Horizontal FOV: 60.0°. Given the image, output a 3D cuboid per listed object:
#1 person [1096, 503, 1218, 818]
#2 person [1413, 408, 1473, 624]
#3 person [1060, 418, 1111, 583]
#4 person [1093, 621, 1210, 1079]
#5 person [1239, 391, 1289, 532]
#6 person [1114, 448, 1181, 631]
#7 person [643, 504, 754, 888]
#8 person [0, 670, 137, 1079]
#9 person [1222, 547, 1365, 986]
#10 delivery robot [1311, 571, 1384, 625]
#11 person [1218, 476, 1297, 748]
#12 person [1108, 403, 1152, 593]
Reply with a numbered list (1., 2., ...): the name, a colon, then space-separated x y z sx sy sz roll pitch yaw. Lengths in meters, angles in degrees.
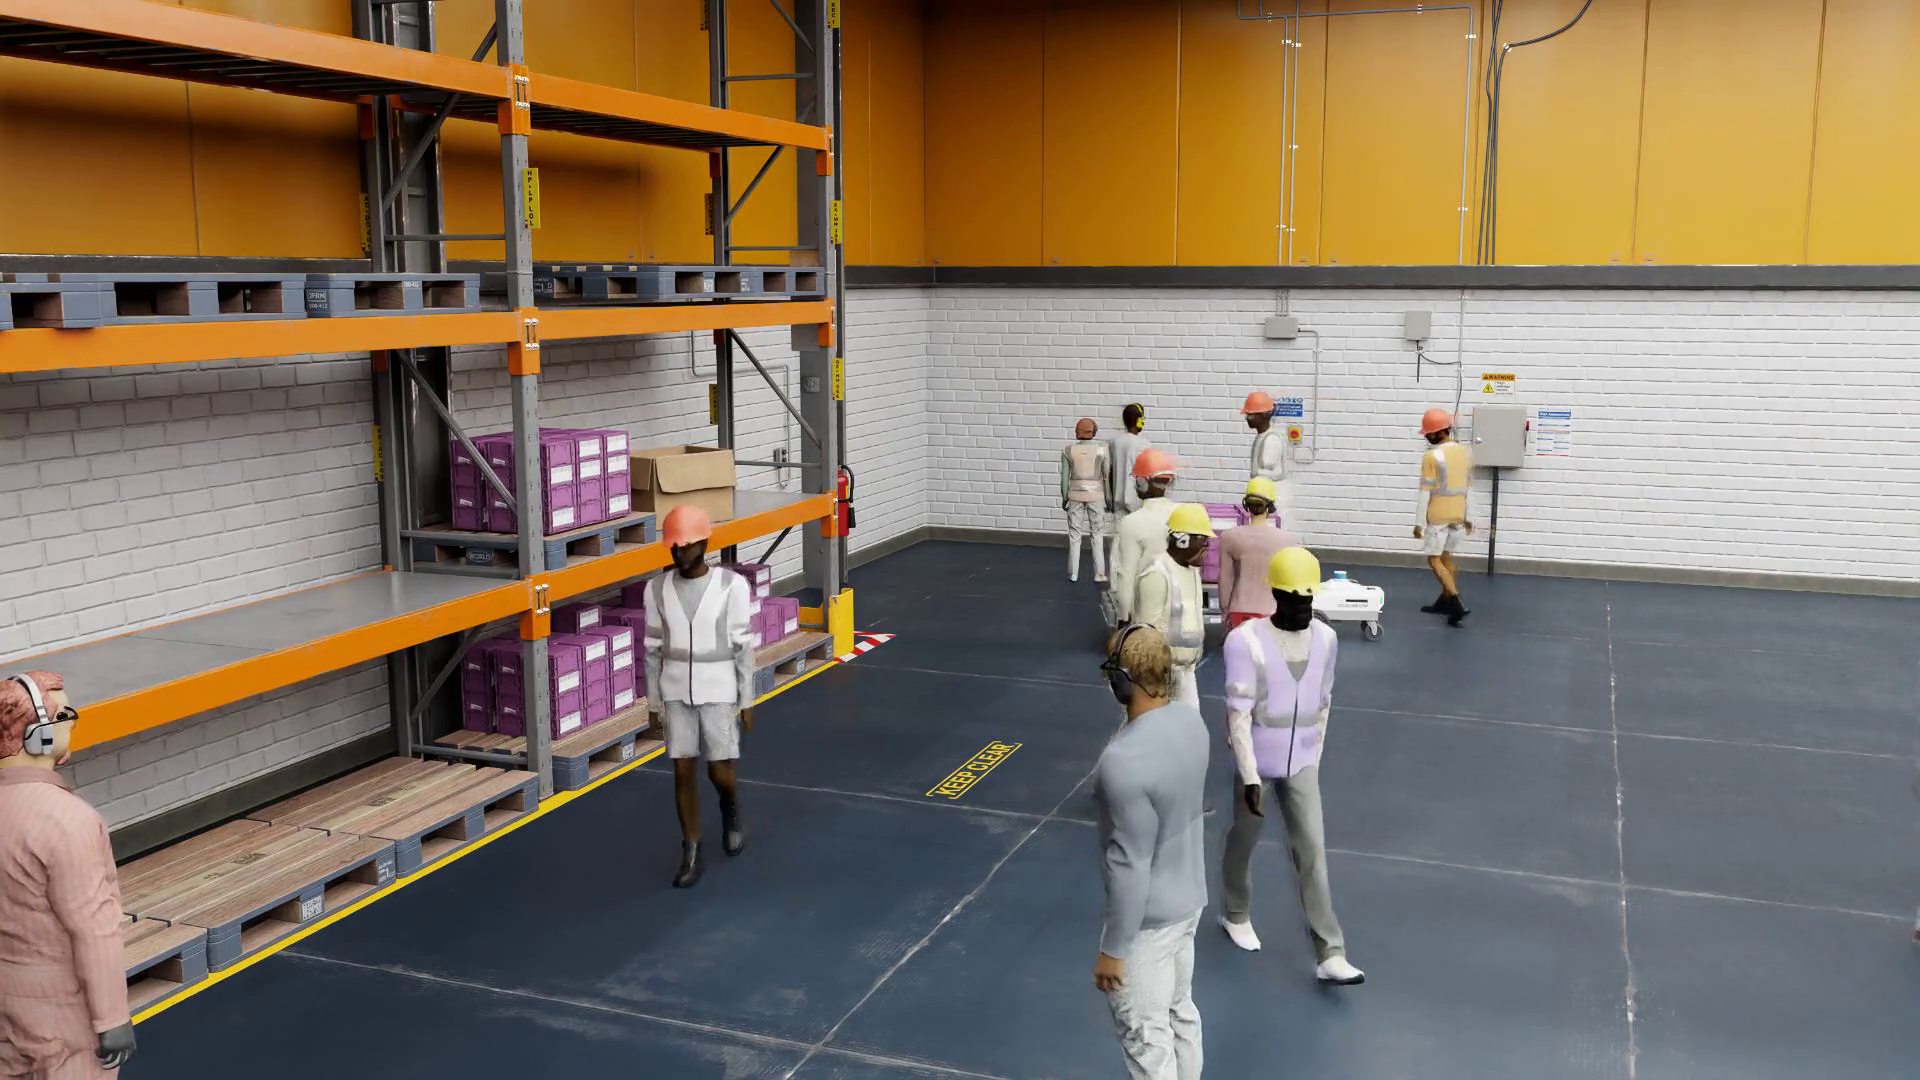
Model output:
1. person: 1.085 0.673 9.298 0.664 1.791 0.618 6 11 33
2. person: 4.267 -0.206 14.525 0.605 1.891 0.730 -5 10 -30
3. person: 1.243 -0.386 16.396 0.514 1.640 0.310 2 9 13
4. person: 0.601 1.219 5.394 0.379 1.937 0.629 5 10 28
5. person: 2.696 -0.351 15.085 1.021 1.981 0.595 -1 9 -5
6. person: 1.198 0.428 10.205 0.619 1.979 0.505 -6 11 -34
7. person: -1.300 0.759 8.334 0.561 1.918 0.505 1 9 8
8. person: -2.648 1.318 4.858 0.651 1.907 0.409 4 10 25
9. person: 1.415 0.964 7.185 0.591 1.873 0.997 -3 10 -18
10. delivery robot: 3.174 0.504 13.911 0.707 0.478 0.477 1 9 6
11. person: 1.905 0.471 10.626 0.522 1.768 0.314 4 10 24
12. person: 1.671 -0.360 15.610 0.554 1.834 0.859 8 12 40
